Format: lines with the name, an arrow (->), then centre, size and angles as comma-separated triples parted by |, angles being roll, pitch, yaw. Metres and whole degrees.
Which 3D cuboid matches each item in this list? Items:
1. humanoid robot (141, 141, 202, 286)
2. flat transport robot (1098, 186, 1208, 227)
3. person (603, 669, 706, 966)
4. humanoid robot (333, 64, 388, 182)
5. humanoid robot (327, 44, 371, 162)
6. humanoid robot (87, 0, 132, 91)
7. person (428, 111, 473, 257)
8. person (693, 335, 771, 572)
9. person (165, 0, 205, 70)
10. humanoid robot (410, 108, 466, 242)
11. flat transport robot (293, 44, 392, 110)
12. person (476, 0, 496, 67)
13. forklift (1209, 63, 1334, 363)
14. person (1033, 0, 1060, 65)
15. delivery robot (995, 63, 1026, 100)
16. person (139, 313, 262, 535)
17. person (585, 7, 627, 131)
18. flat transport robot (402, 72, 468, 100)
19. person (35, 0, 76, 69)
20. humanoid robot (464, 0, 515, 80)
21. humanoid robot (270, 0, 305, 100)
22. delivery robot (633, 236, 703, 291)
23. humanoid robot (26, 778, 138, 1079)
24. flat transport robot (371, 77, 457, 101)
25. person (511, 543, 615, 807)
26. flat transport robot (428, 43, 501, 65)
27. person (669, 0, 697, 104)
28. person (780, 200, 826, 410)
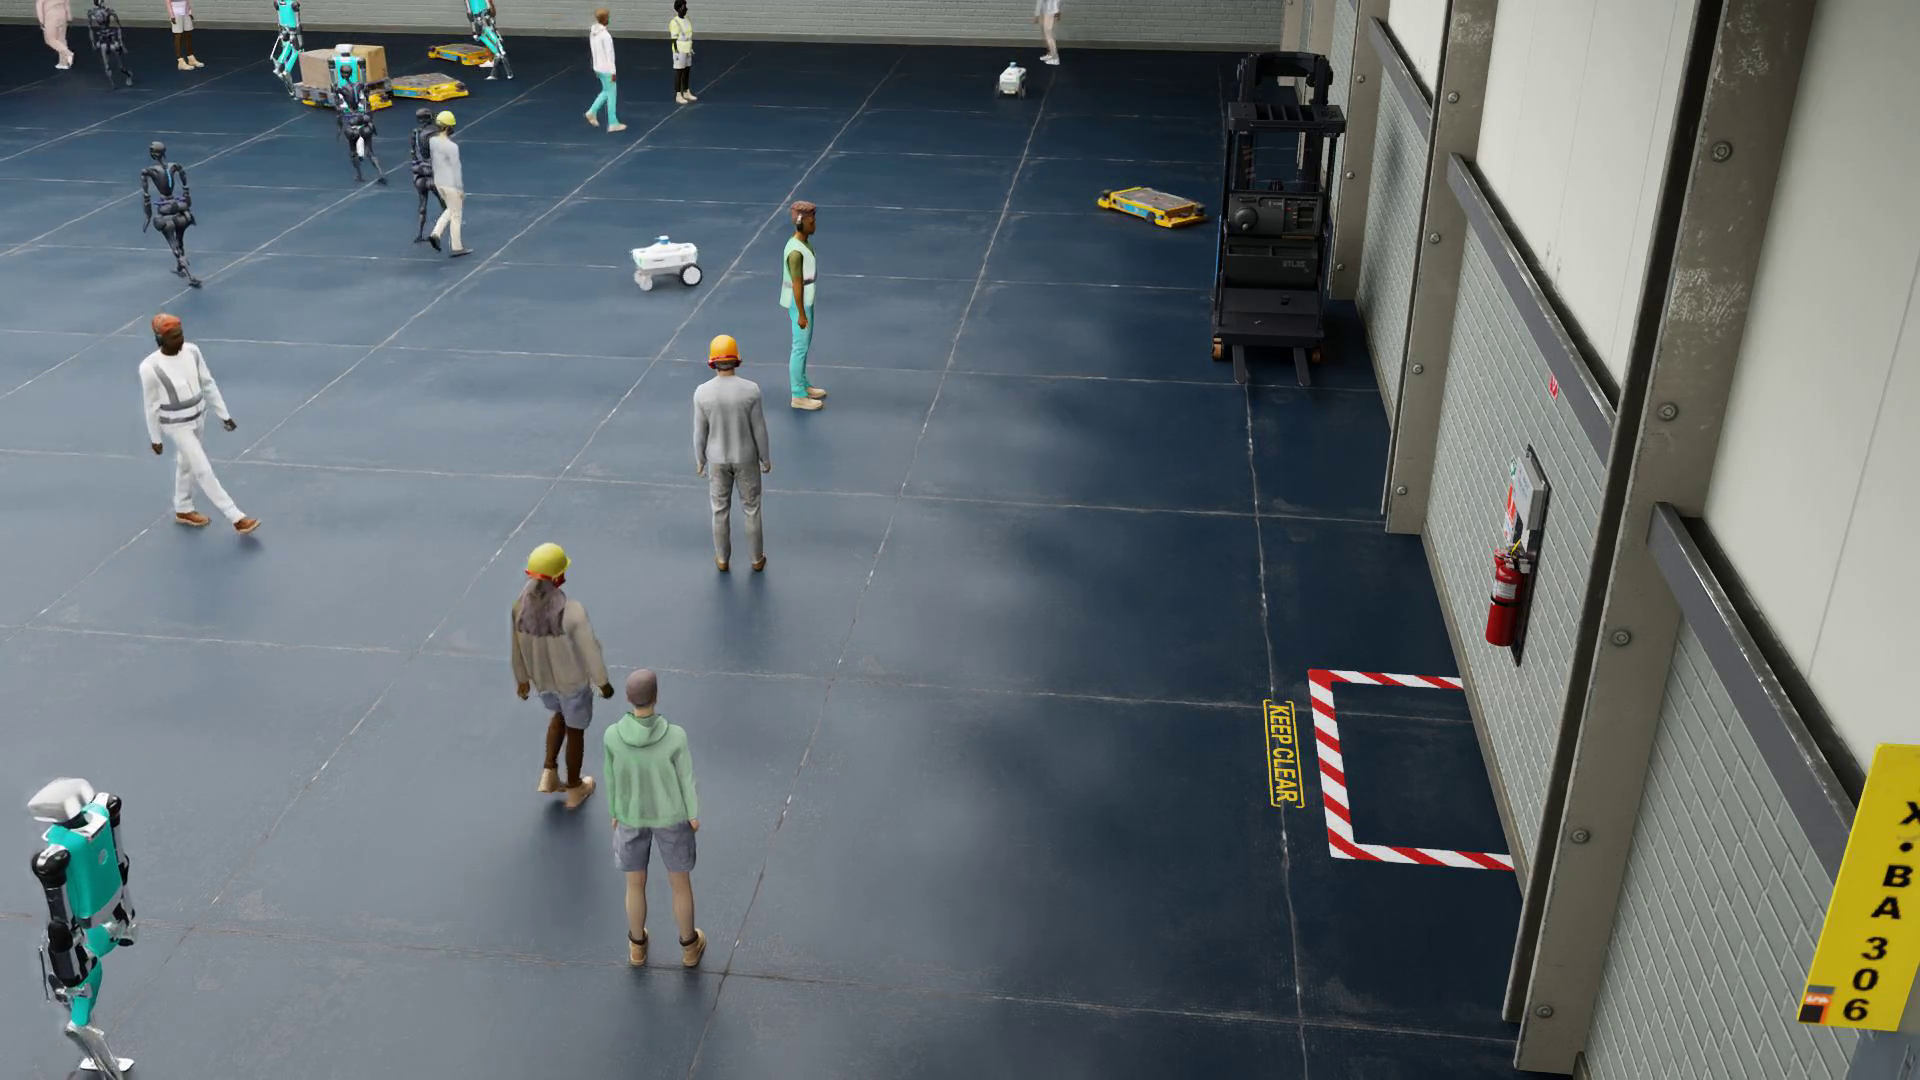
humanoid robot -> -9.078, -3.749, 19.118 | 0.792, 1.635, 0.600 | 18, 32, 32
flat transport robot -> 2.537, -4.401, 21.924 | 0.659, 0.231, 1.431 | -18, 32, -32
person -> -1.589, 1.456, 8.603 | 0.471, 1.733, 0.326 | 1, 27, 2
humanoid robot -> -8.376, -5.777, 23.138 | 0.436, 1.651, 0.593 | 20, 33, 35
humanoid robot -> -8.830, -6.383, 24.255 | 0.553, 1.724, 1.051 | -5, 27, -10
humanoid robot -> -14.804, -8.701, 28.958 | 0.611, 1.628, 0.647 | 0, 27, 0
person -> -6.161, -4.261, 19.985 | 0.553, 1.739, 0.481 | 20, 33, 34
person -> -1.725, -0.641, 12.616 | 0.569, 1.889, 0.389 | -1, 27, -3
person -> -14.284, -9.684, 30.509 | 0.402, 2.035, 0.608 | 7, 27, 13
humanoid robot -> -6.606, -4.556, 20.715 | 0.607, 1.625, 0.776 | 16, 31, 28
flat transport robot -> -10.276, -7.388, 27.887 | 1.431, 0.231, 0.659 | 15, 30, 27
person -> -8.786, -9.714, 30.764 | 0.399, 1.850, 0.788 | -1, 27, -1
forklift -> 3.241, -3.477, 17.183 | 1.129, 2.768, 1.873 | 3, 27, 6
person -> 1.633, -9.792, 30.926 | 0.592, 1.847, 0.523 | 13, 29, 24
delivery robot -> 0.906, -7.889, 28.561 | 0.499, 0.587, 0.782 | 6, 27, 12
person -> -6.032, -0.904, 13.178 | 0.971, 1.837, 0.589 | 8, 28, 15
person -> -5.575, -7.329, 25.954 | 0.532, 1.904, 0.499 | -20, 33, -34
flat transport robot -> -9.131, -7.878, 28.866 | 0.659, 0.231, 1.431 | -18, 32, -32
person -> -16.515, -9.535, 30.363 | 0.628, 1.889, 0.656 | 11, 29, 20
humanoid robot -> -8.294, -9.027, 29.511 | 0.888, 1.761, 0.591 | 21, 33, 35
humanoid robot -> -11.456, -8.338, 28.171 | 0.536, 1.827, 0.680 | 13, 30, 25
delivery robot -> -3.388, -3.212, 19.228 | 0.791, 0.592, 0.499 | -11, 29, -21
humanoid robot -> -4.199, 1.895, 7.770 | 0.751, 1.824, 0.539 | 3, 27, 6
flat transport robot -> -9.369, -7.749, 28.608 | 1.431, 0.231, 0.659 | 8, 28, 16
person -> -2.354, 0.819, 9.846 | 0.550, 1.747, 0.459 | 10, 28, 19
flat transport robot -> -9.400, -9.207, 31.518 | 1.431, 0.231, 0.659 | 22, 34, 37
person -> -4.651, -8.217, 27.947 | 0.318, 1.695, 0.538 | 11, 29, 21
person -> -1.496, -2.218, 15.661 | 0.383, 1.977, 0.488 | 1, 27, 2
